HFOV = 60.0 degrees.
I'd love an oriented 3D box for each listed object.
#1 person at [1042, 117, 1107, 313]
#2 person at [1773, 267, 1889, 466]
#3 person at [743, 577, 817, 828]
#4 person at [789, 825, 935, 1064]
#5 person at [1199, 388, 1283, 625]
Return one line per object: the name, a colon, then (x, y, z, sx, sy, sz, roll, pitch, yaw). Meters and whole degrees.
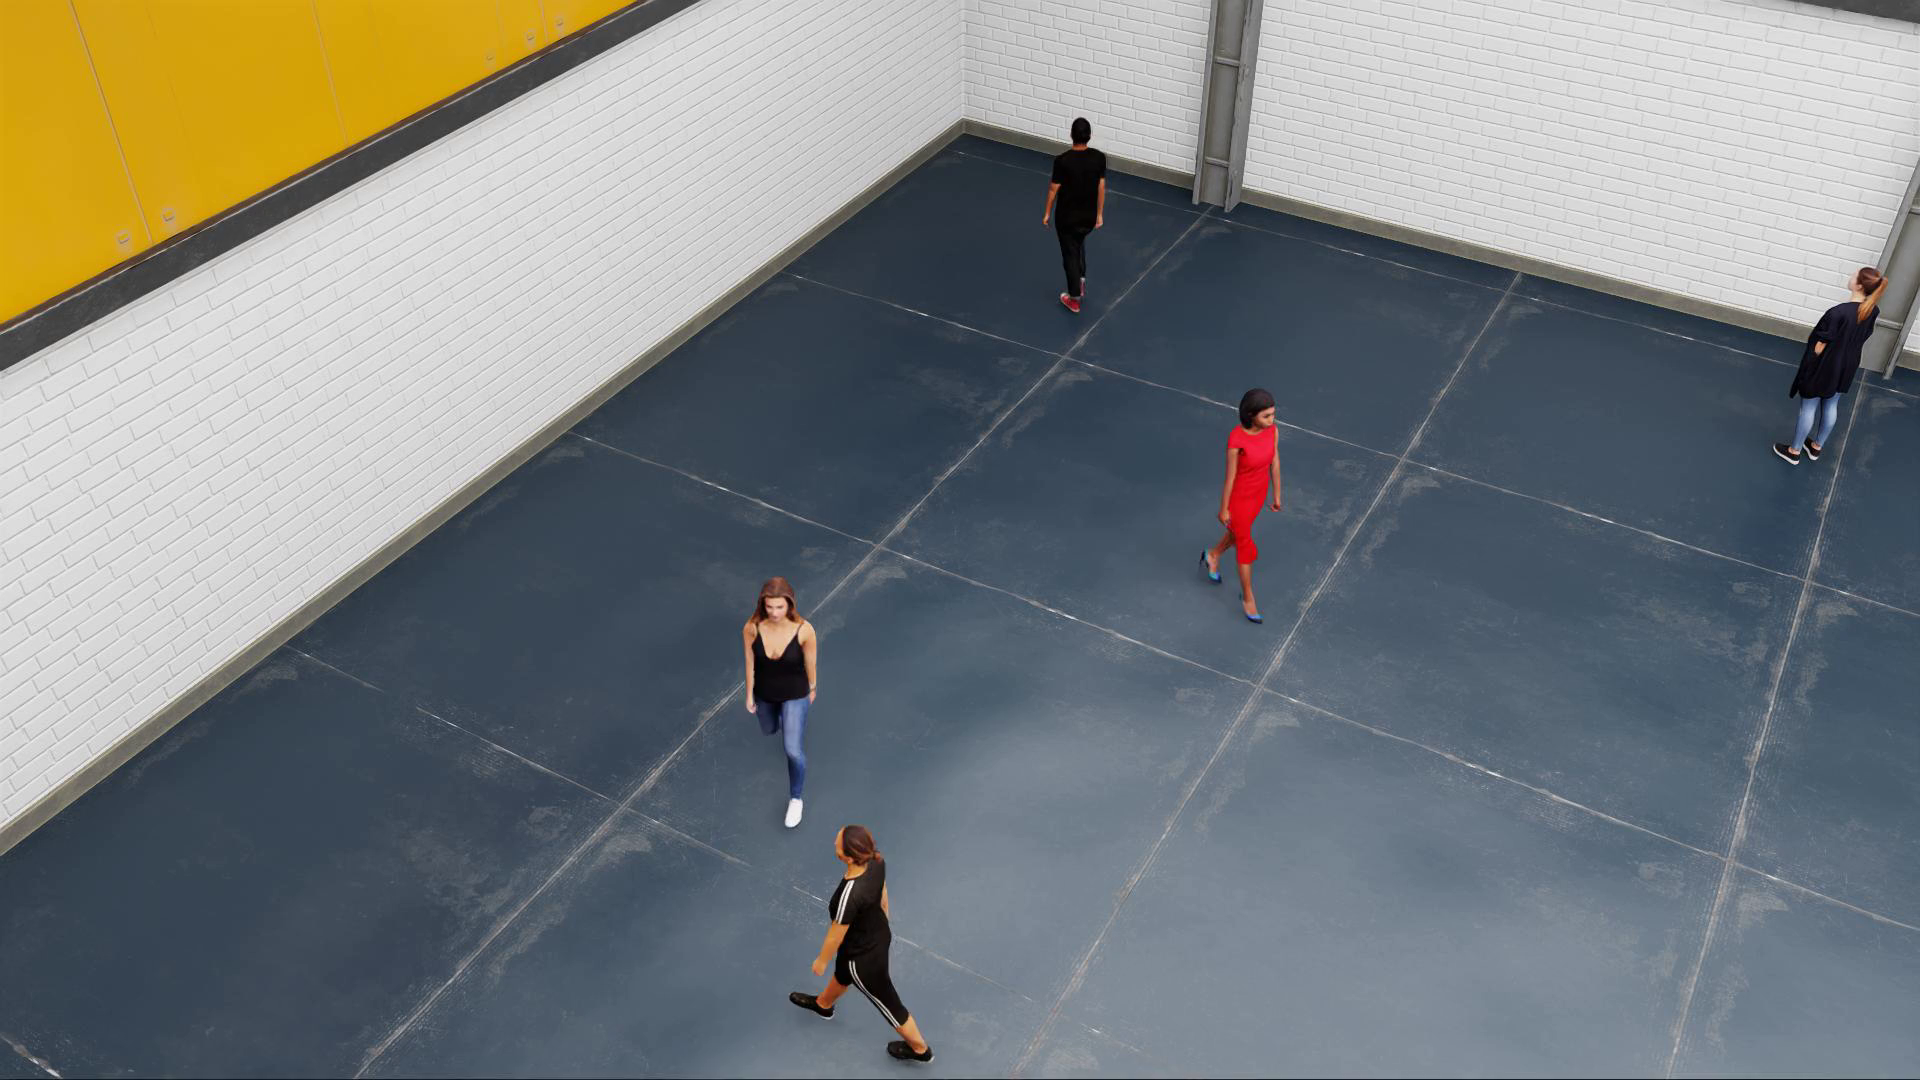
person: (1.041, -2.768, 14.401, 0.784, 1.741, 0.827, -16, 41, -20)
person: (6.630, -1.324, 12.641, 0.706, 1.680, 0.777, -8, 39, -9)
person: (-1.053, 0.848, 9.911, 1.045, 1.694, 0.855, 7, 39, 8)
person: (-0.411, 2.086, 8.415, 1.139, 1.626, 0.756, 11, 40, 13)
person: (1.899, -0.311, 11.343, 0.820, 1.718, 1.016, -25, 45, -28)
